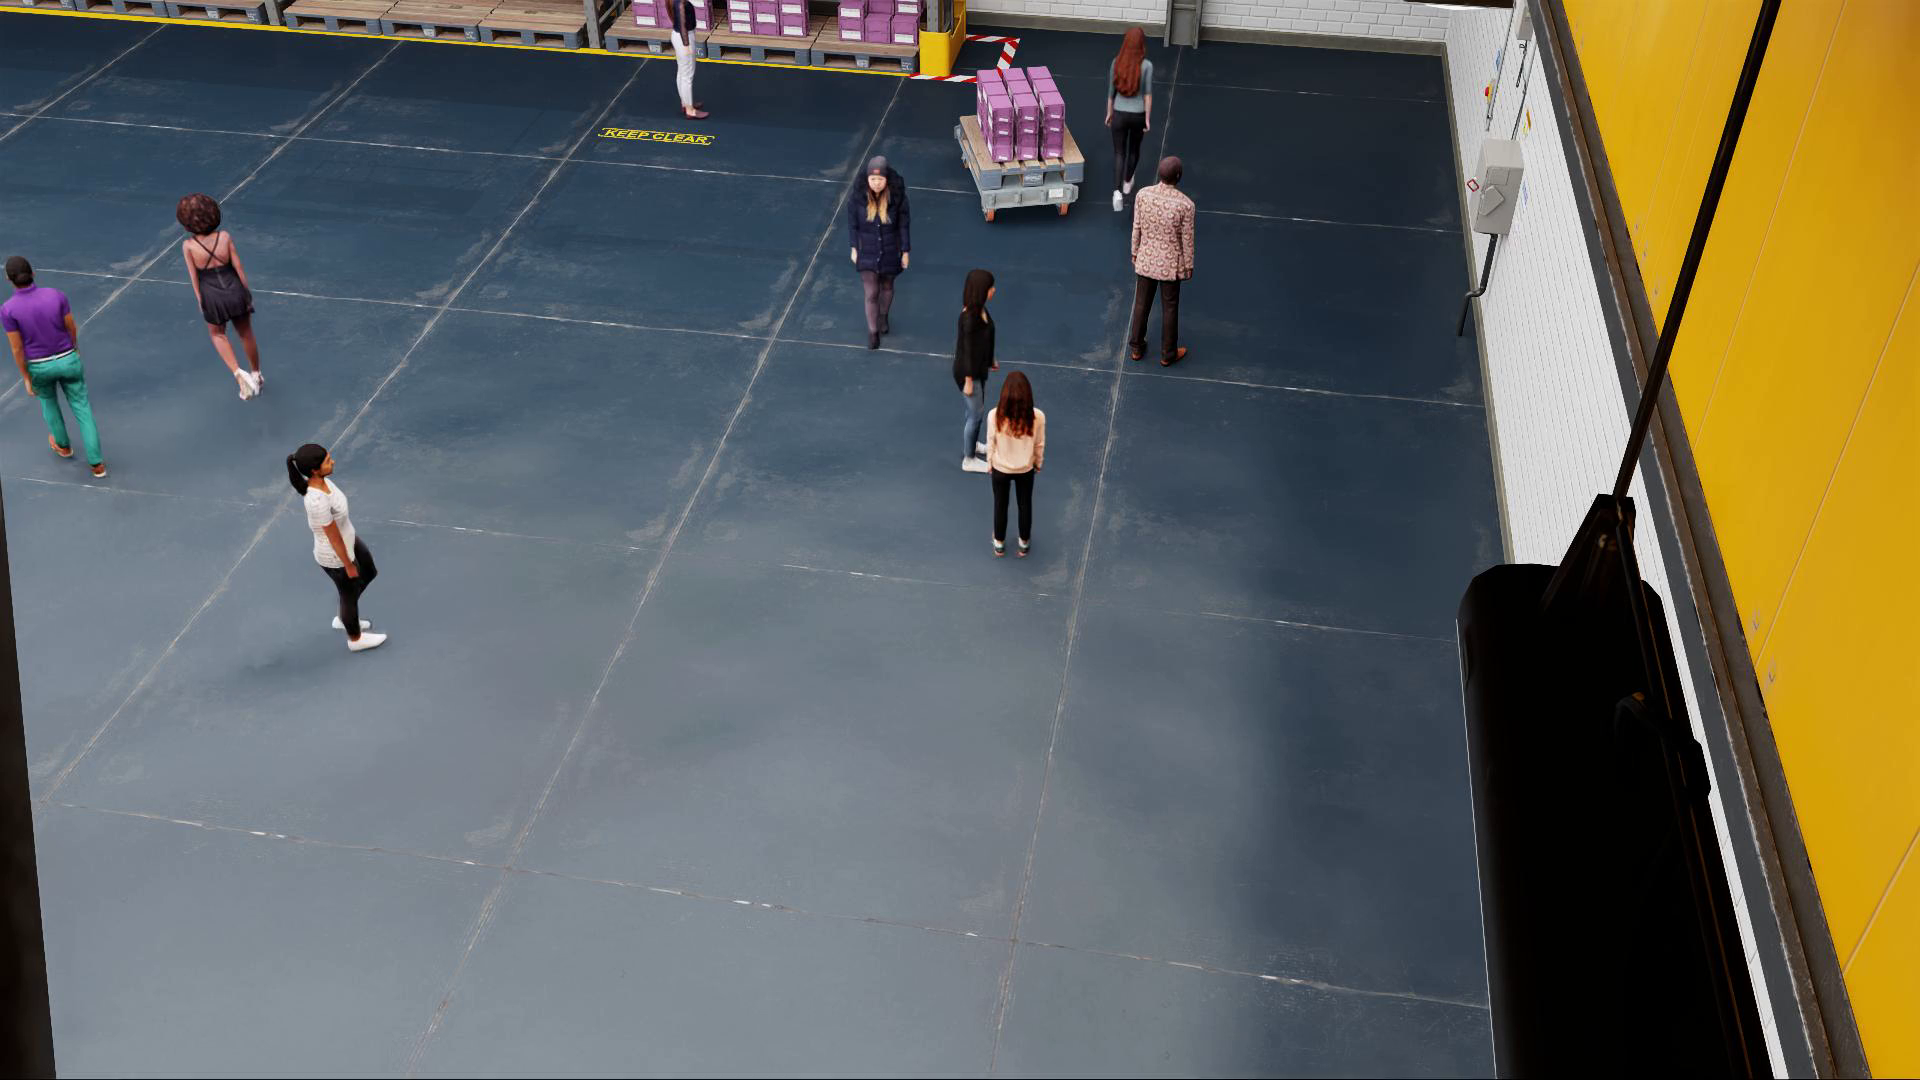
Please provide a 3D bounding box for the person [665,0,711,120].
[{"bbox_3d":[-2.869,-5.209,17.399,0.682,1.603,0.675,-12,40,-15],"label":"person"}]

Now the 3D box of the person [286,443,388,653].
[{"bbox_3d":[-4.103,0.093,10.735,0.715,1.635,0.670,-11,40,-14],"label":"person"}]

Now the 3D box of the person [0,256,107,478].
[{"bbox_3d":[-6.671,-1.236,12.314,0.970,1.740,1.032,-26,45,-29],"label":"person"}]

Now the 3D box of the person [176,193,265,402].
[{"bbox_3d":[-5.741,-1.845,13.047,0.832,1.776,0.886,-22,44,-25],"label":"person"}]

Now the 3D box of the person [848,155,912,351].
[{"bbox_3d":[-0.669,-2.470,13.927,0.900,1.655,0.858,-2,39,-3],"label":"person"}]

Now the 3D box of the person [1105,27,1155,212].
[{"bbox_3d":[1.578,-3.933,15.712,1.044,1.714,0.659,7,39,9],"label":"person"}]

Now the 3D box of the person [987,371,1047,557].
[{"bbox_3d":[0.372,-0.522,11.626,0.510,1.484,0.661,-3,39,-3],"label":"person"}]

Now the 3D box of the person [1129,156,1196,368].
[{"bbox_3d":[1.636,-2.272,13.557,0.643,1.807,0.820,18,42,21],"label":"person"}]

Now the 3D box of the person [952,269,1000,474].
[{"bbox_3d":[0.058,-1.291,12.464,0.559,1.639,0.606,7,39,8],"label":"person"}]
